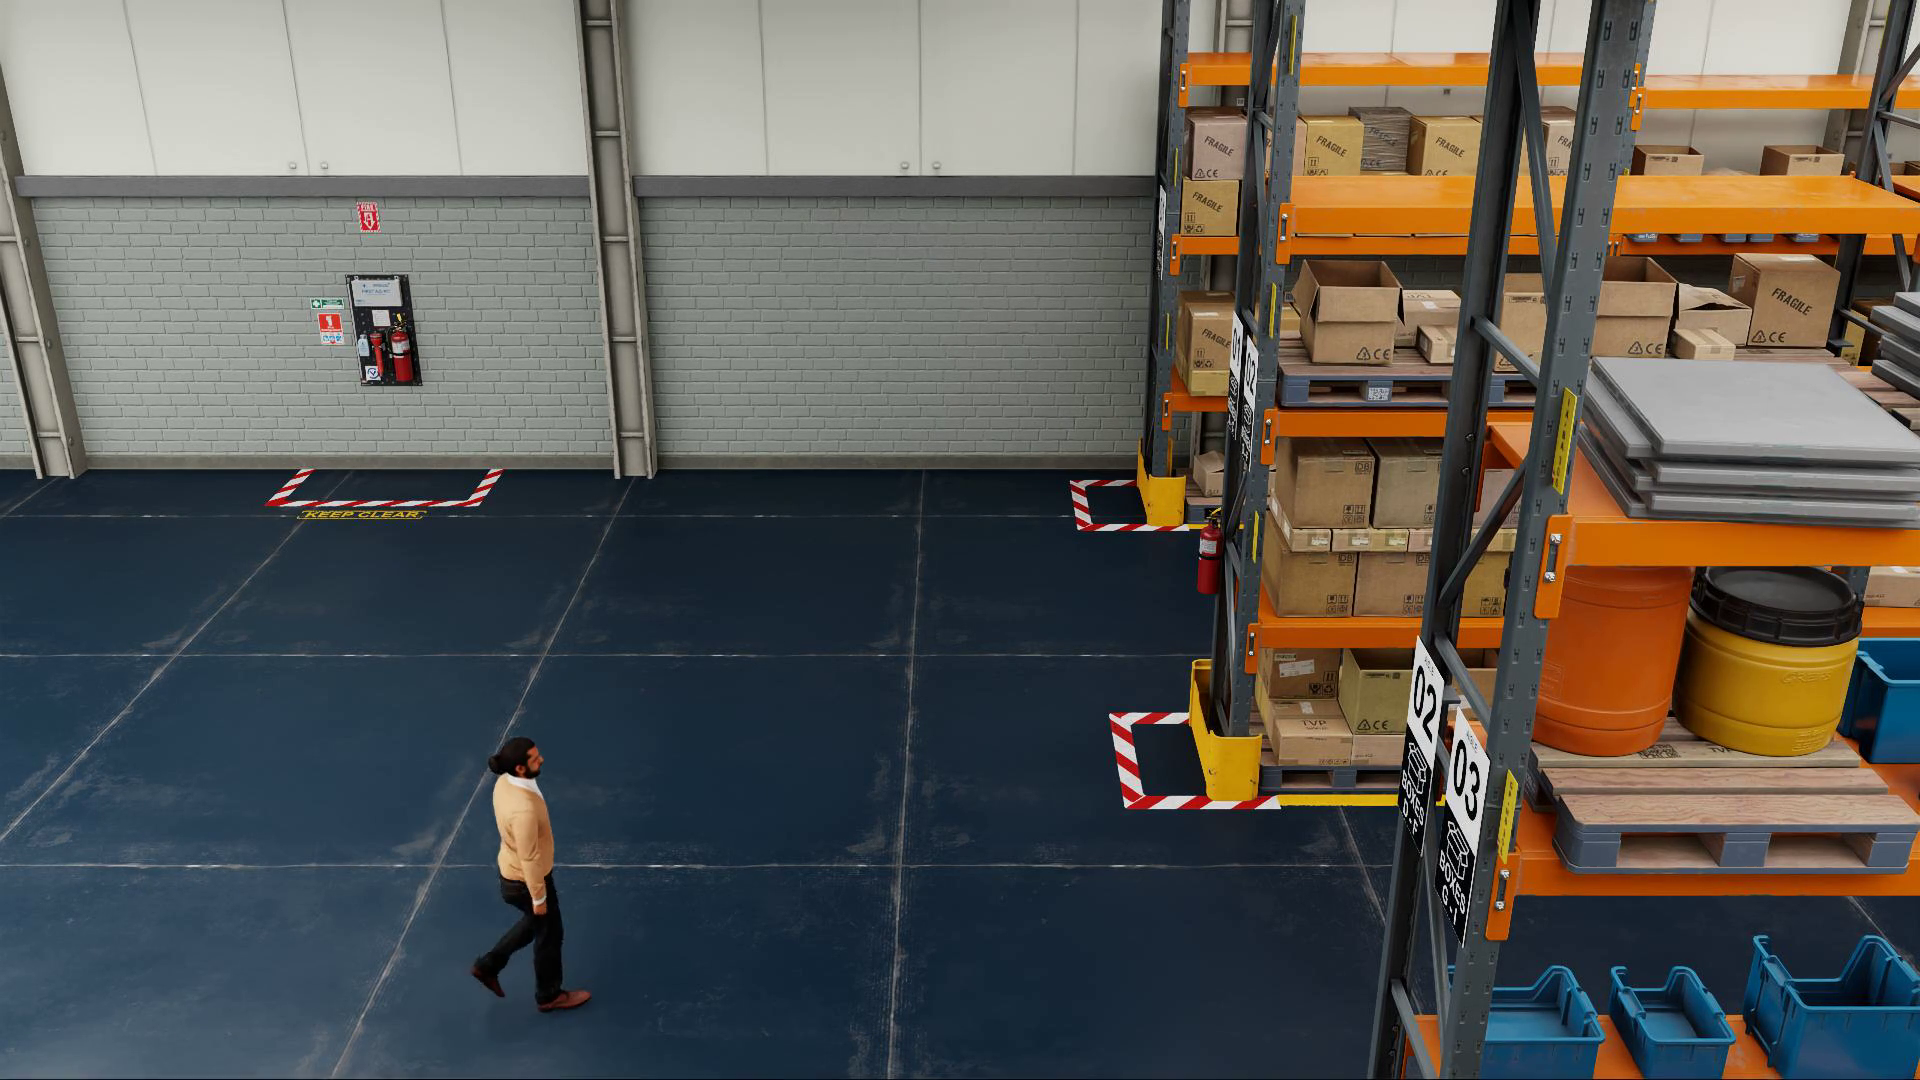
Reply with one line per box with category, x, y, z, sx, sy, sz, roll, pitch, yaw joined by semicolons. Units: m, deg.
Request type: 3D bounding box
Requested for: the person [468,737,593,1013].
person;-2.442;1.864;9.139;0.990;1.739;0.860;-10;25;-22
